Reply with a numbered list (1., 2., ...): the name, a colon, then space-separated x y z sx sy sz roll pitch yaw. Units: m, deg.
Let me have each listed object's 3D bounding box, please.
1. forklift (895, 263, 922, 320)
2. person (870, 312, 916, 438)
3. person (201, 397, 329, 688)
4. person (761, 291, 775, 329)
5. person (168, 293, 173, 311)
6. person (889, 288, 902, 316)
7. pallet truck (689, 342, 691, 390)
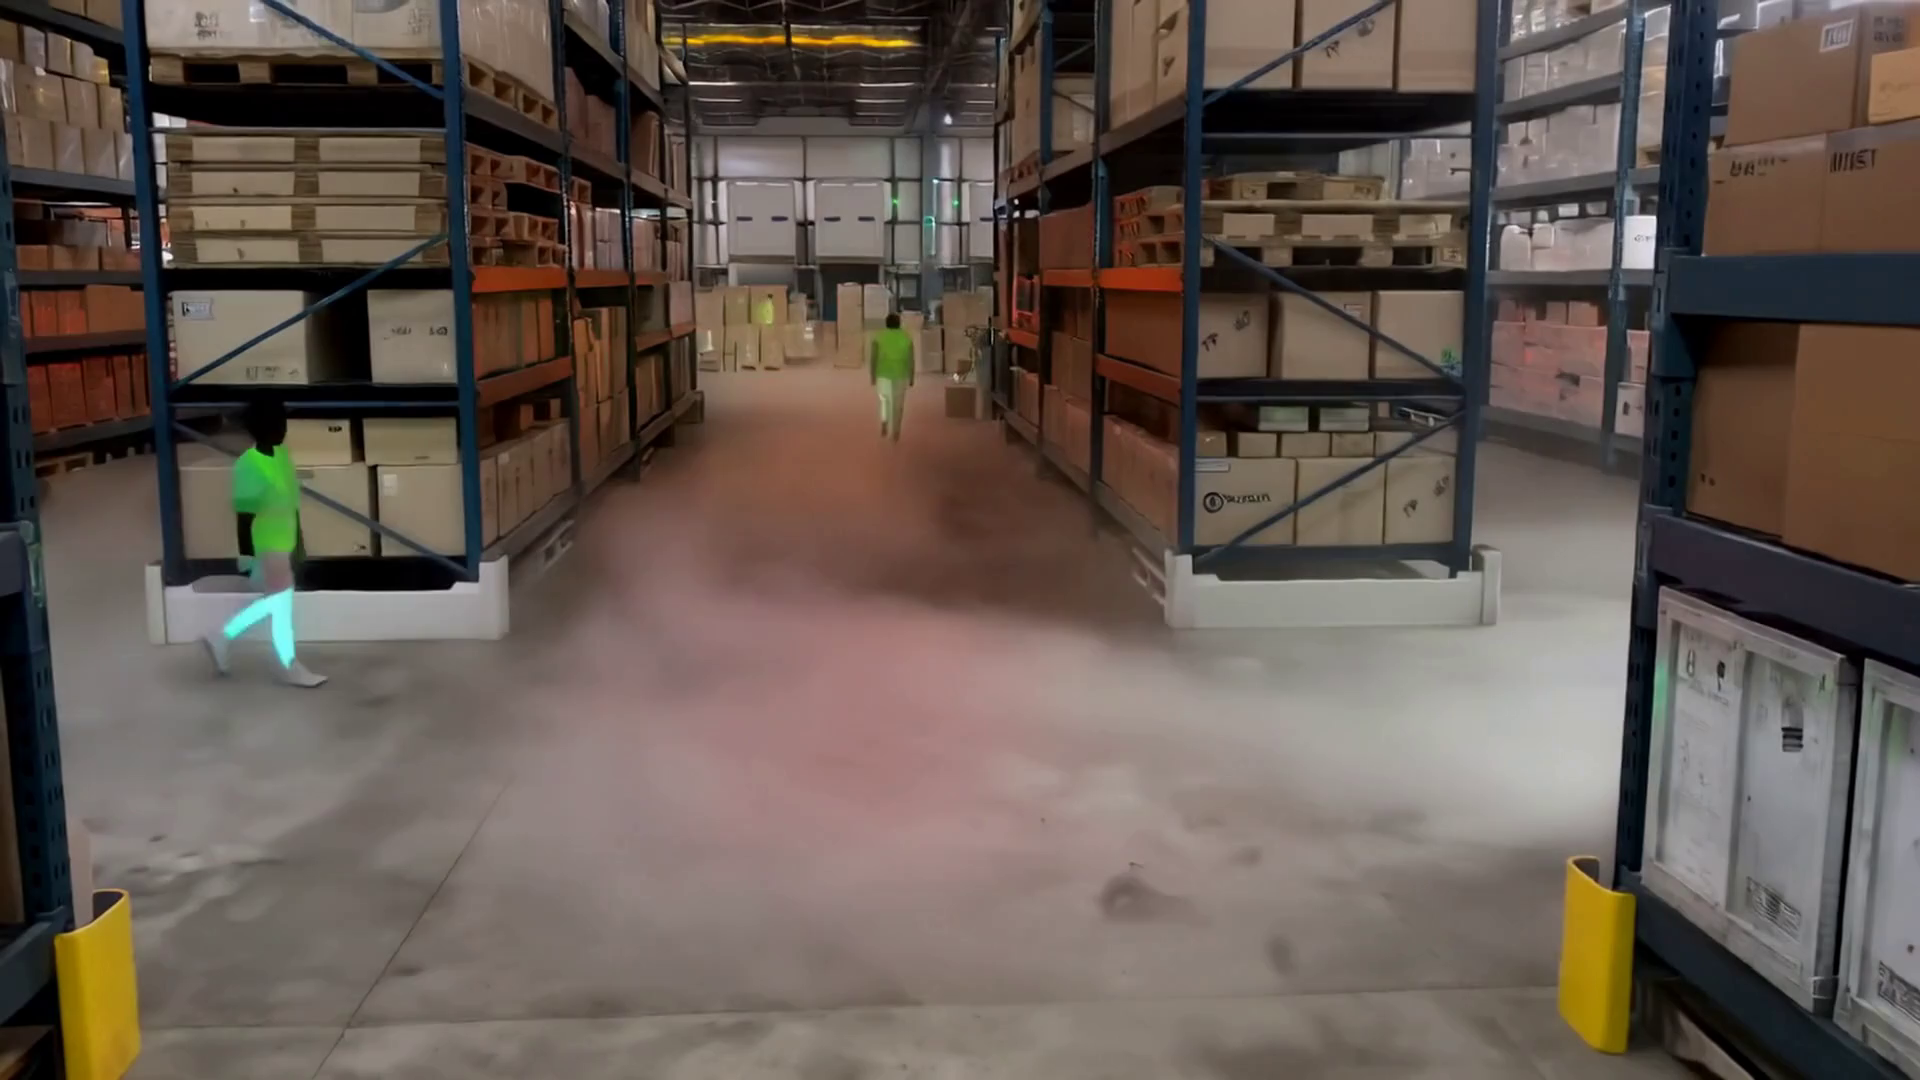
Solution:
1. forklift: -1.955 -8.949 62.023 1.129 2.768 1.873 -1 9 -4
2. person: -0.965 -2.396 24.178 0.663 1.823 0.618 0 9 0
3. person: -3.999 0.021 9.460 0.691 1.675 0.538 0 9 1
4. person: -5.124 -5.687 44.556 0.478 1.923 0.647 -4 10 -26
5. person: -31.521 -9.153 66.298 0.585 1.923 0.376 8 12 41
6. person: -2.306 -7.827 57.967 0.636 1.930 0.371 4 10 22
7. pallet truck: -5.225 -3.008 27.480 1.885 1.965 0.823 2 9 14
